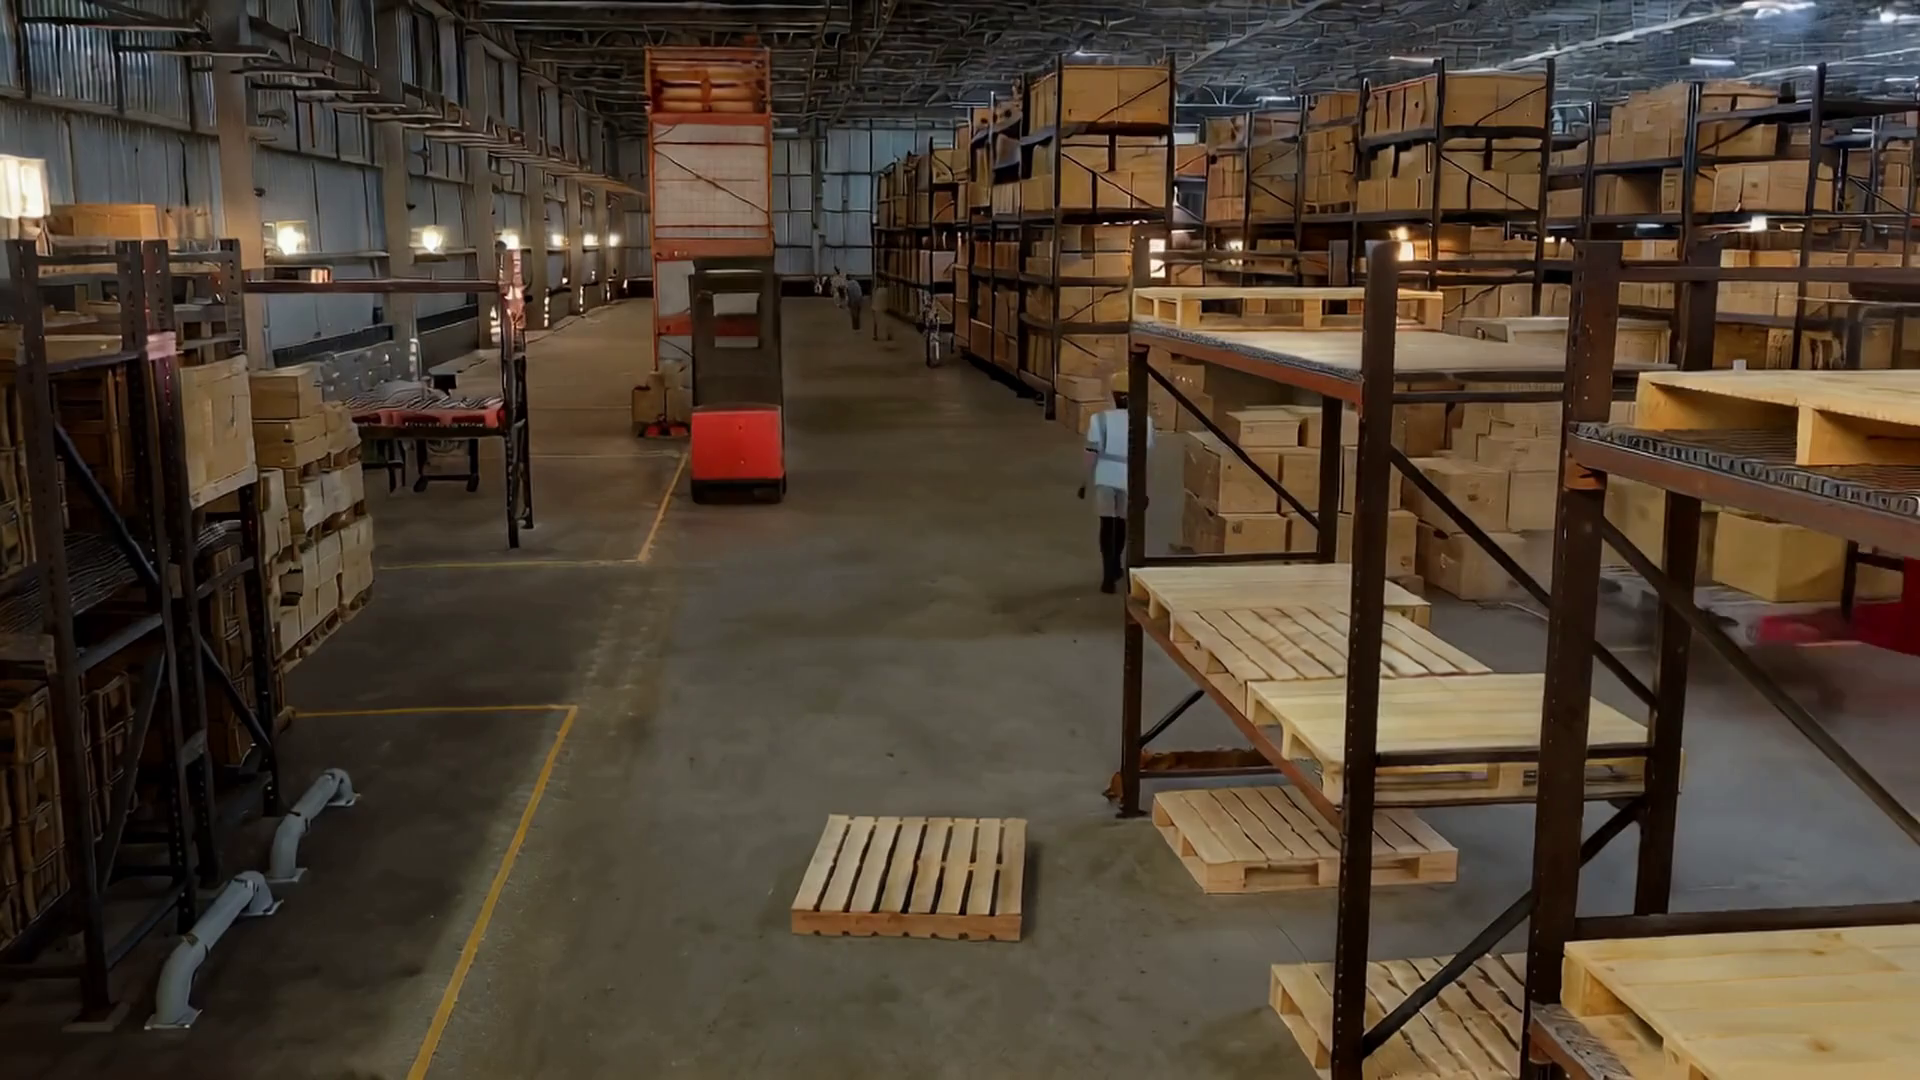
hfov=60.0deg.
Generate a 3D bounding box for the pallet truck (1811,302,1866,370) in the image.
[{"bbox_3d":[15.846,-3.142,28.793,1.885,1.965,0.823,2,10,12],"label":"pallet truck"}]

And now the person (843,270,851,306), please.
[{"bbox_3d":[-5.196,-11.671,77.041,0.513,1.640,0.309,-9,14,-42],"label":"person"}]

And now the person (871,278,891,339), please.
[{"bbox_3d":[-2.413,-7.073,50.893,0.646,1.885,0.681,-7,12,-33],"label":"person"}]

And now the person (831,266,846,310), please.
[{"bbox_3d":[-5.275,-10.943,72.333,0.648,1.889,1.018,-2,10,-10],"label":"person"}]

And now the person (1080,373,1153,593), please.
[{"bbox_3d":[1.355,-0.505,14.501,0.610,1.896,0.960,2,10,9],"label":"person"}]

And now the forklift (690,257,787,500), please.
[{"bbox_3d":[-2.653,-1.960,19.793,1.129,2.768,1.873,-1,10,-6],"label":"forklift"}]

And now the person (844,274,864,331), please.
[{"bbox_3d":[-3.554,-7.983,55.928,0.665,1.881,0.479,-1,10,-5],"label":"person"}]

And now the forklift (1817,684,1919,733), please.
[{"bbox_3d":[6.365,-0.162,9.828,1.129,2.768,1.873,-3,11,-16],"label":"forklift"}]

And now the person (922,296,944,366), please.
[{"bbox_3d":[-0.667,-5.069,40.306,0.536,1.694,0.322,2,10,13],"label":"person"}]

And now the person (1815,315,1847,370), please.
[{"bbox_3d":[13.102,-2.425,25.067,0.397,1.911,0.587,10,14,43],"label":"person"}]
